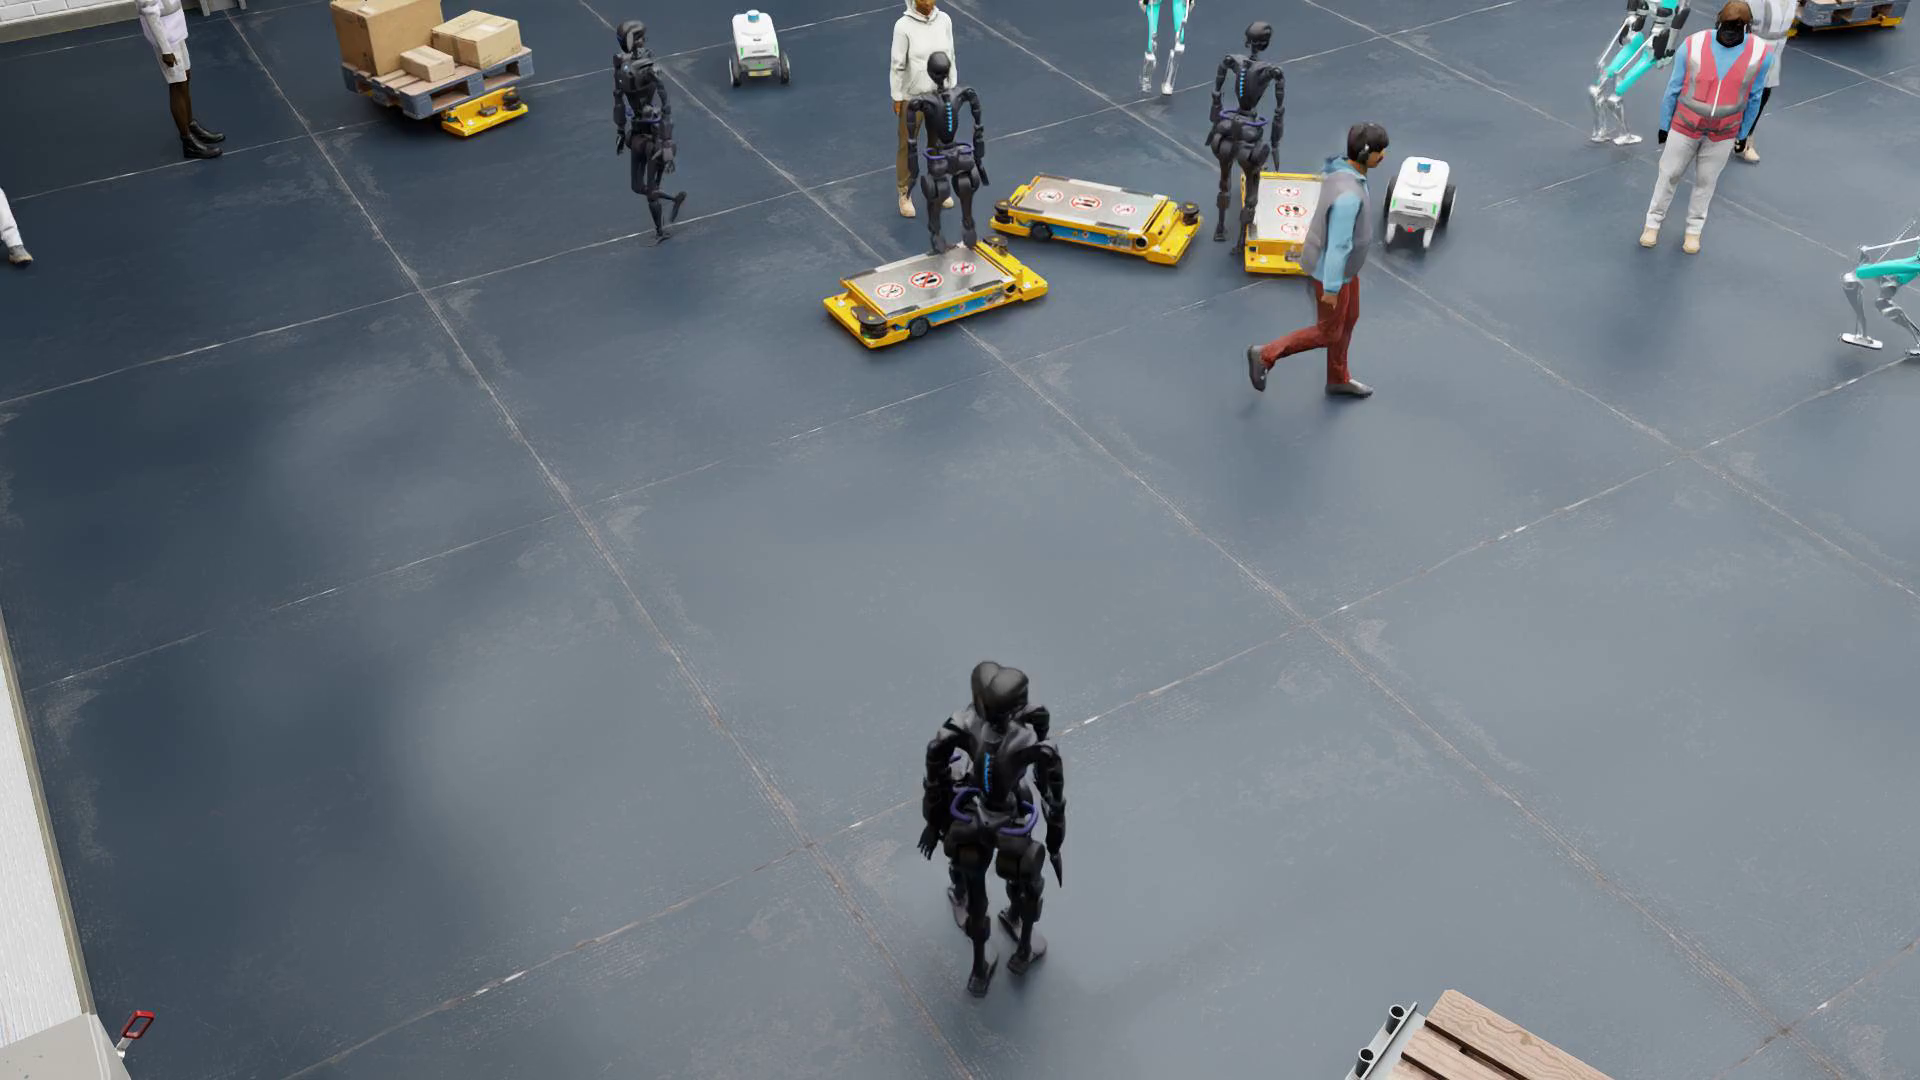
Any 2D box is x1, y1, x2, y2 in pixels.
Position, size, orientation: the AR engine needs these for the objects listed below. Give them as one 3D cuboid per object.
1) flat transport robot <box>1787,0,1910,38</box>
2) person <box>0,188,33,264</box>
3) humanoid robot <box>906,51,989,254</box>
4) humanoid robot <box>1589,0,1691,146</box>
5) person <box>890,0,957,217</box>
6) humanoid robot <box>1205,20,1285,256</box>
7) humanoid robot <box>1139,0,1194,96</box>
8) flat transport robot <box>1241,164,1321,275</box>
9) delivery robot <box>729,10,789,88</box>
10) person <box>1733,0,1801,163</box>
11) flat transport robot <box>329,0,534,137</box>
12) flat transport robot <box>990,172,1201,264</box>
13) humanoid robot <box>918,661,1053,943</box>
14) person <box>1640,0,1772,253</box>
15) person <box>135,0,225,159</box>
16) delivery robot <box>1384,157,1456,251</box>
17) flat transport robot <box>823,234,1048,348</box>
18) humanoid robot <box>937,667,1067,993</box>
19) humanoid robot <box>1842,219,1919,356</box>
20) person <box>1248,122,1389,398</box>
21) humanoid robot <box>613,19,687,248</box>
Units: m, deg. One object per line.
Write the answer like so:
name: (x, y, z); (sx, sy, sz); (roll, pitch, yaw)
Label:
flat transport robot: (7.985, -4.950, 15.538); (1.431, 0.231, 0.659); (-9, 39, -11)
person: (-7.059, -2.857, 11.643); (0.597, 1.834, 1.013); (-29, 47, -31)
humanoid robot: (-0.068, -2.513, 11.343); (0.590, 1.659, 0.365); (-13, 40, -16)
humanoid robot: (5.227, -3.870, 12.933); (0.731, 1.728, 0.537); (-20, 43, -23)
person: (-0.273, -3.260, 12.198); (0.532, 1.767, 0.364); (-17, 41, -20)
humanoid robot: (1.984, -2.857, 11.773); (0.600, 1.642, 0.373); (24, 45, 28)
humanoid robot: (1.710, -4.447, 13.727); (0.543, 1.779, 0.852); (2, 38, 3)
flat transport robot: (2.426, -2.376, 12.289); (0.659, 0.231, 1.431); (4, 39, 5)
delivery robot: (-1.777, -4.305, 14.481); (0.499, 0.579, 0.753); (-7, 39, -9)
person: (6.188, -3.805, 12.949); (0.532, 1.676, 0.542); (-13, 40, -16)
flat transport robot: (-4.373, -3.772, 14.051); (1.431, 0.231, 0.659); (27, 46, 30)
flat transport robot: (1.004, -2.385, 12.302); (1.431, 0.231, 0.659); (15, 41, 18)
humanoid robot: (0.115, 1.056, 6.837); (0.611, 1.628, 0.503); (-15, 41, -18)
person: (5.232, -2.895, 11.691); (0.629, 1.838, 0.431); (12, 40, 14)
person: (-6.121, -3.931, 12.910); (0.365, 1.935, 0.551); (-8, 39, -10)
delivery robot: (3.381, -2.530, 12.259); (0.499, 0.601, 0.775); (13, 40, 15)
flat transport robot: (-0.162, -1.722, 11.464); (1.431, 0.231, 0.659); (-21, 43, -24)
humanoid robot: (0.137, 1.179, 6.677); (0.590, 1.647, 0.359); (14, 40, 17)
humanoid robot: (6.046, -1.888, 10.487); (0.948, 1.747, 0.541); (15, 41, 19)
person: (2.235, -1.667, 10.117); (0.740, 1.846, 0.551); (9, 39, 11)
humanoid robot: (-2.169, -2.899, 11.824); (0.602, 1.645, 0.463); (29, 46, 31)
